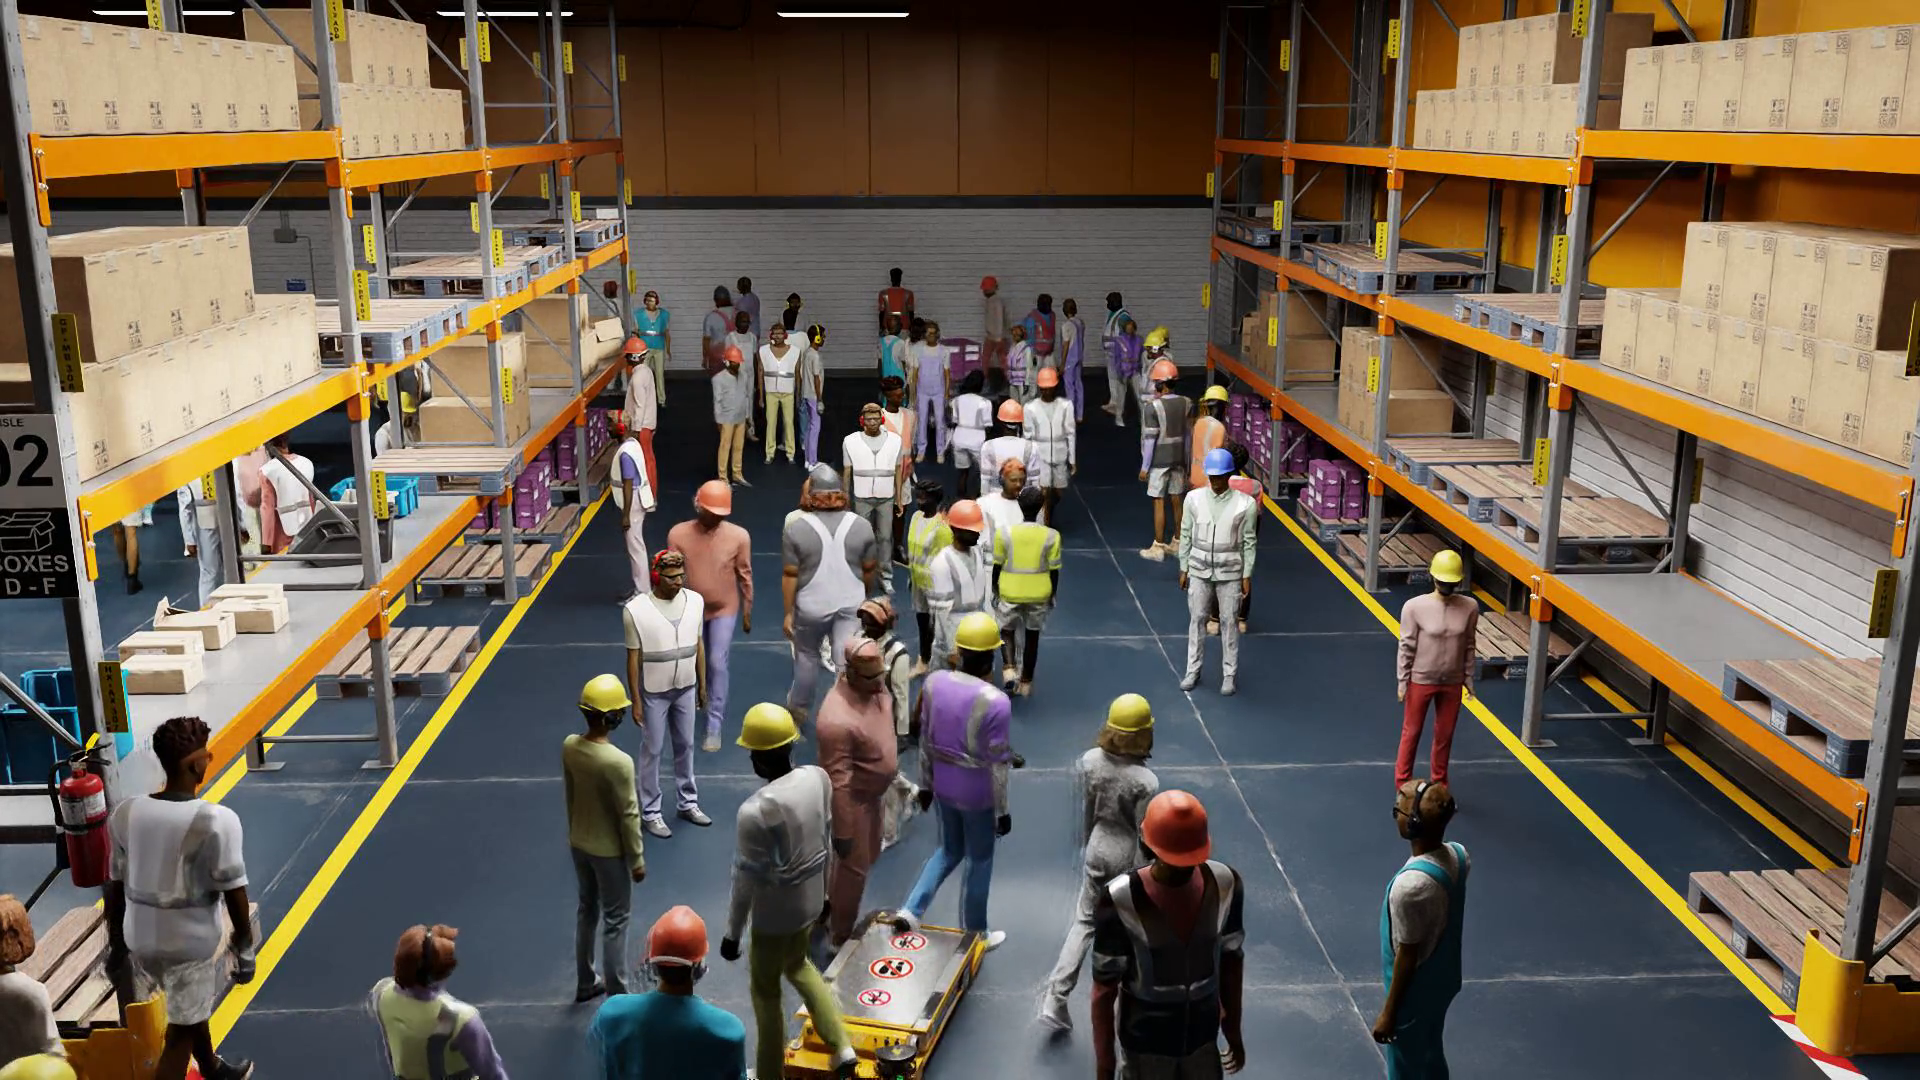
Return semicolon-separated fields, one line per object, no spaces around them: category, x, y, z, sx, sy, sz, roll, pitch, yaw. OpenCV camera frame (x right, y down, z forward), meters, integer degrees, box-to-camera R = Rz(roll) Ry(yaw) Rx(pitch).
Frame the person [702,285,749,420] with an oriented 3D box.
person;-3.497;-2.751;24.519;0.689;2.000;0.536;-10;18;-35

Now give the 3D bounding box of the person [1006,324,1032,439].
person;0.817;-2.165;23.023;0.308;1.639;0.510;-9;17;-31

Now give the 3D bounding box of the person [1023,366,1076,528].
person;0.927;-0.904;17.523;0.546;1.916;0.823;-2;14;-6

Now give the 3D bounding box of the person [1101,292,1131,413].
person;2.371;-2.869;25.411;0.429;1.830;0.635;-4;15;-17

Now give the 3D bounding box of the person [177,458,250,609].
person;-6.437;-0.091;14.348;0.401;1.908;0.597;8;16;29

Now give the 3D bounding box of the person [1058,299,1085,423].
person;1.630;-2.610;24.353;0.339;1.845;0.507;12;18;39

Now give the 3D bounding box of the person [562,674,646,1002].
person;-1.763;1.521;8.319;0.533;1.760;0.342;12;19;40

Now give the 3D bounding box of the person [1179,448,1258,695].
person;1.997;0.240;12.962;0.606;1.948;0.391;5;15;20

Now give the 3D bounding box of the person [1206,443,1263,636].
person;2.344;-0.001;14.414;0.559;1.696;0.321;-2;14;-9

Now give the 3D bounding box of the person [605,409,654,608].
person;-3.016;-0.295;15.300;0.399;1.836;0.560;-3;15;-11

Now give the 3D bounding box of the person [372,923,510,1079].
person;-1.901;2.129;6.207;0.541;1.619;0.440;8;16;29

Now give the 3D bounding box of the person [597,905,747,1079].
person;-1.025;2.147;5.941;0.555;1.718;0.819;1;14;4

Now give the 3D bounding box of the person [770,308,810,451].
person;-2.267;-2.157;22.430;0.591;1.919;0.390;-7;16;-27

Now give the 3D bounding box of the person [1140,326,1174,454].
person;2.635;-1.970;22.076;0.490;1.730;0.324;10;18;35

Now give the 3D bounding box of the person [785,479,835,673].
person;-1.164;0.291;13.384;0.498;1.634;0.283;-6;16;-24

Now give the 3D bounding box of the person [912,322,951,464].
person;-0.374;-1.909;21.604;0.507;1.847;0.345;1;14;5

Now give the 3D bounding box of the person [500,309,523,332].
person;-6.928;-2.929;25.791;0.343;1.749;0.573;9;17;31

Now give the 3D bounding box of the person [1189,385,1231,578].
person;2.485;-0.558;16.211;0.610;1.886;0.613;-5;15;-18

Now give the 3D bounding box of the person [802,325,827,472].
person;-1.838;-1.798;21.147;0.334;1.860;0.509;-5;15;-18

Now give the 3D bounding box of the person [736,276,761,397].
person;-3.403;-3.277;26.816;0.371;1.930;0.627;4;15;15

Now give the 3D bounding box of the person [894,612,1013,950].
person;-0.017;1.324;8.790;0.596;1.909;0.618;14;20;43

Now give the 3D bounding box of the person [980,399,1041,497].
person;0.460;-0.316;15.158;0.552;1.939;0.352;1;14;5

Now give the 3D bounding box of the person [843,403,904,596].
person;-0.817;-0.382;15.604;0.570;1.844;0.377;-3;15;-13

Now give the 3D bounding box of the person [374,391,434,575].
person;-5.439;-0.560;16.359;0.404;1.823;0.587;6;15;22

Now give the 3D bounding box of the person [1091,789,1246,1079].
person;0.805;1.888;6.336;0.619;2.029;0.410;-4;15;-16

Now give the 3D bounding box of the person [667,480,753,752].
person;-1.795;0.481;12.034;0.618;1.947;0.864;0;14;2

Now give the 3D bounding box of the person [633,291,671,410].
person;-4.717;-2.905;25.527;0.563;1.837;0.388;-5;15;-19

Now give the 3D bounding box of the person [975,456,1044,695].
person;0.376;0.263;13.014;0.606;1.874;0.553;-3;15;-13

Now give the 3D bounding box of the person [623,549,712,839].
person;-1.837;0.943;10.432;0.560;1.836;0.394;-13;19;-40

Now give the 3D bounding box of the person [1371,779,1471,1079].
person;1.868;1.852;6.840;0.344;1.846;0.506;11;18;38

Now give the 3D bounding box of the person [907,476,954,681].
person;-0.243;0.331;13.102;0.318;1.699;0.535;-10;17;-35
